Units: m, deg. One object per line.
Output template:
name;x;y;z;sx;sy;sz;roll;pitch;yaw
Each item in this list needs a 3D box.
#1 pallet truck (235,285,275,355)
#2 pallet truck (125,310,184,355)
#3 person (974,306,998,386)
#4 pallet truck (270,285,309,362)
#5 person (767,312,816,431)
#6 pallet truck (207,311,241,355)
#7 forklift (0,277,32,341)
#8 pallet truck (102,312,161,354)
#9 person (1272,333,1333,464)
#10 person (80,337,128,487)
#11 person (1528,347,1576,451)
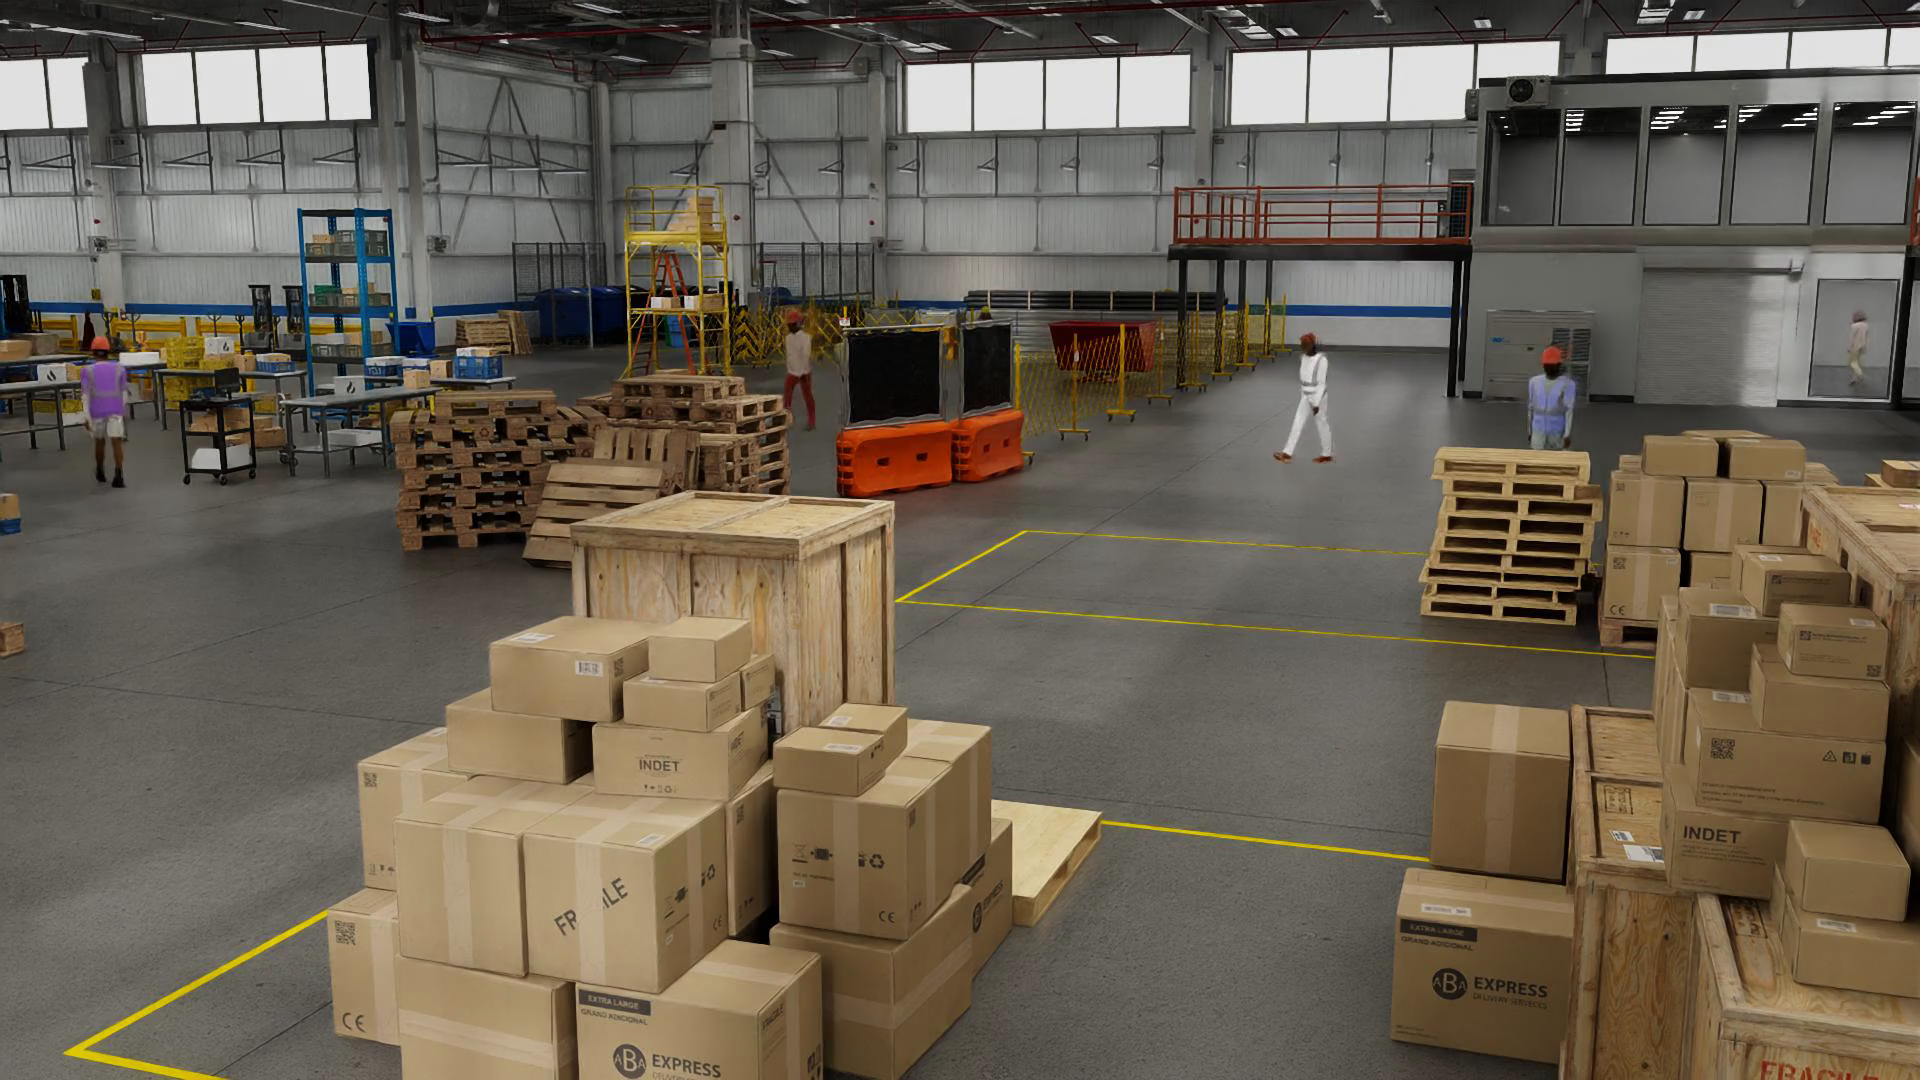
pallet truck;-18.327;-5.835;44.421;0.823;1.965;1.885;4;11;23
pallet truck;-22.038;-5.665;45.457;0.704;1.261;1.522;3;11;17
person;0.581;-4.184;35.924;0.494;1.720;0.741;3;10;14
pallet truck;-17.147;-5.700;43.663;0.823;1.965;1.885;3;11;17
person;-2.691;-2.703;26.909;0.635;1.943;0.992;9;13;40
pallet truck;-19.537;-5.575;44.913;0.653;1.274;1.630;3;11;19
forklift;-27.151;-6.329;46.328;1.157;1.987;2.680;3;11;17
pallet truck;-23.057;-5.777;46.261;0.680;1.201;1.601;3;11;19
person;4.792;-1.935;22.958;0.998;1.819;0.648;-5;11;-27
person;-10.778;-1.617;21.013;0.542;1.880;1.019;-6;12;-30
person;6.751;-1.264;19.027;0.562;1.881;1.012;7;12;36
